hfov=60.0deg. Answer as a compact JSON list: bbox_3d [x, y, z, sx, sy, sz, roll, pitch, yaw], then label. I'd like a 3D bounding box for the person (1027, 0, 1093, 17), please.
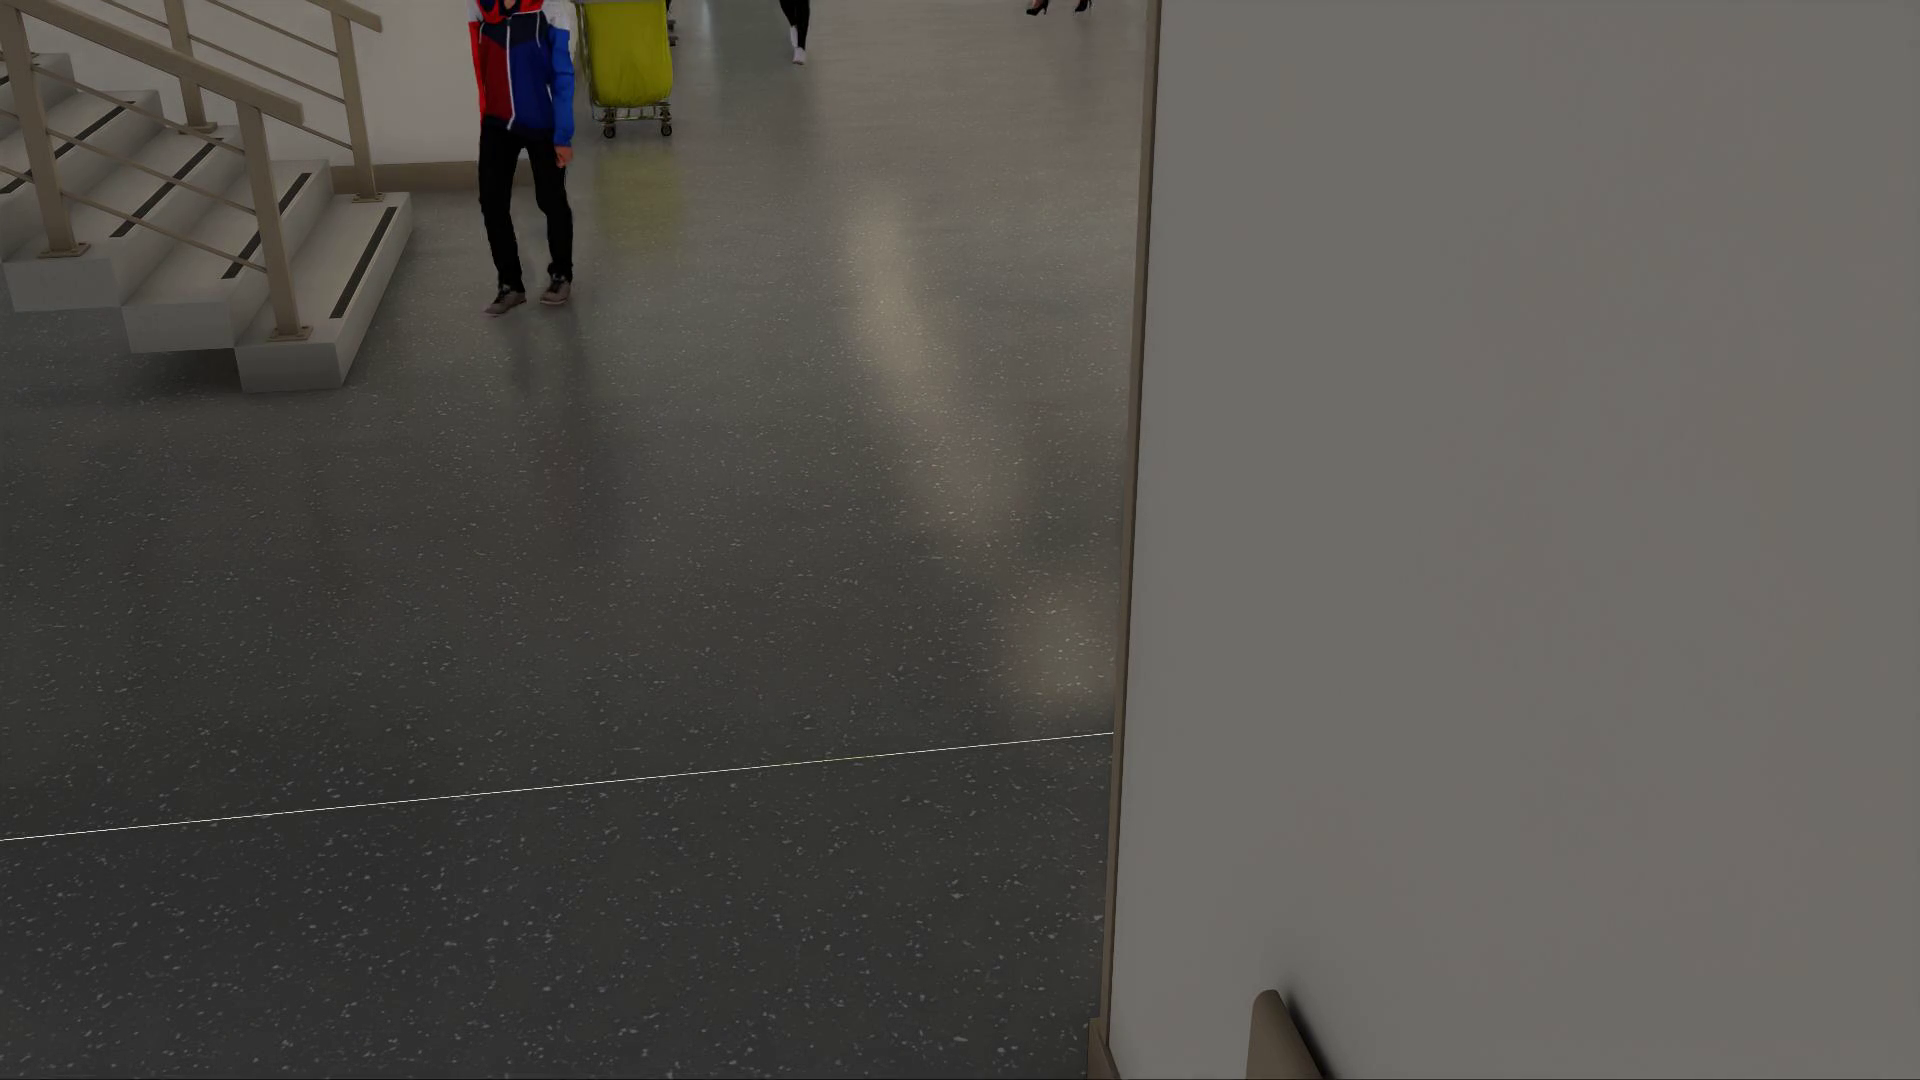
[{"bbox_3d":[1.030,-5.890,16.007,0.979,1.648,0.837,8,27,17],"label":"person"}]

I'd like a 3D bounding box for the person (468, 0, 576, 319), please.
[{"bbox_3d":[-1.974,-1.941,7.714,0.863,1.740,0.877,4,26,9],"label":"person"}]
